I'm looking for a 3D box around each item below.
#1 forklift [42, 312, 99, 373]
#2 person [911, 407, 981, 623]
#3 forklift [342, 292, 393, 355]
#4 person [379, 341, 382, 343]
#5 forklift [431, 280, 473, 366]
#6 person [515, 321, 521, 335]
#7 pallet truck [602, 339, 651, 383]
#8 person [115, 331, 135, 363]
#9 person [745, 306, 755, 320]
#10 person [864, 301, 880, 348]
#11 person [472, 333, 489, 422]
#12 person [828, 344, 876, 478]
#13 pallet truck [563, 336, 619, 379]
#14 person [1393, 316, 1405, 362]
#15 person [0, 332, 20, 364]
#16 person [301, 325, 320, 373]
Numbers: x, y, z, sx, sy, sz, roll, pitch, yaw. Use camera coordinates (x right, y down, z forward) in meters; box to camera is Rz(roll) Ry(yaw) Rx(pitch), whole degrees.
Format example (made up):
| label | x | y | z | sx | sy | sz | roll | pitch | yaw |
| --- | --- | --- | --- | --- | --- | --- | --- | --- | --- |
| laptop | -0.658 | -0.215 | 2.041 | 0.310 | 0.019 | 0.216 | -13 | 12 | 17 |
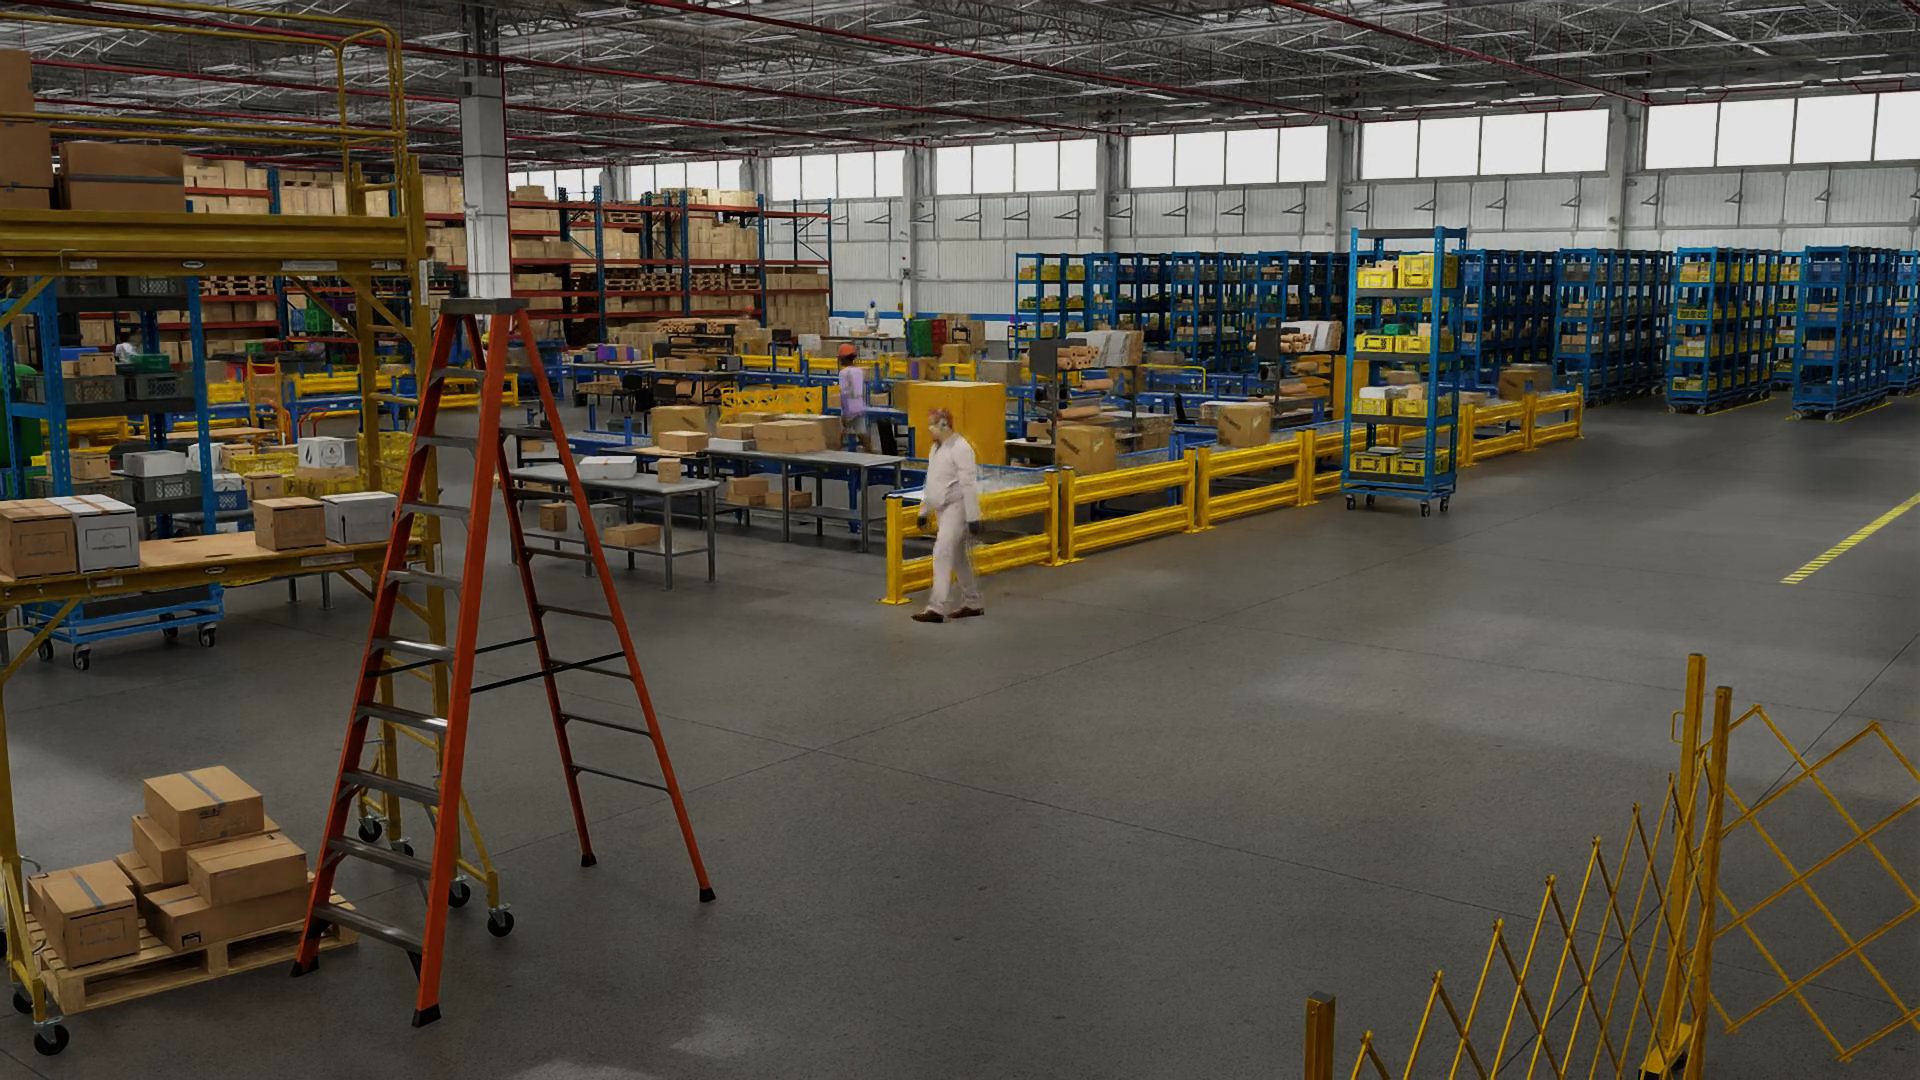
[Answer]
| label | x | y | z | sx | sy | sz | roll | pitch | yaw |
| --- | --- | --- | --- | --- | --- | --- | --- | --- | --- |
| forklift | -23.779 | -5.451 | 44.052 | 1.873 | 2.768 | 1.129 | 7 | 11 | 36 |
| person | -0.172 | -0.216 | 14.536 | 0.847 | 1.867 | 0.671 | -4 | 10 | -22 |
| forklift | -16.485 | -5.622 | 45.120 | 1.129 | 2.768 | 1.873 | 7 | 11 | 37 |
| person | -17.779 | -5.904 | 50.378 | 0.517 | 1.757 | 0.336 | -7 | 12 | -38 |
| forklift | -15.339 | -6.603 | 51.243 | 1.129 | 2.768 | 1.873 | 7 | 11 | 36 |
| person | -12.251 | -5.206 | 46.120 | 0.539 | 1.725 | 0.866 | -6 | 11 | -33 |
| pallet truck | -8.991 | -4.871 | 45.351 | 0.653 | 1.274 | 1.630 | 7 | 11 | 37 |
| person | -19.991 | -4.185 | 39.942 | 0.808 | 1.664 | 0.533 | 2 | 9 | 10 |
| person | -7.019 | -6.793 | 55.229 | 0.538 | 1.975 | 0.630 | 0 | 9 | 3 |
| person | -3.625 | -8.802 | 67.990 | 0.688 | 1.912 | 0.453 | 1 | 9 | 4 |
| person | -9.628 | -3.300 | 33.897 | 0.596 | 1.828 | 0.403 | -9 | 13 | -44 |
| person | -1.666 | -1.909 | 24.735 | 1.059 | 1.983 | 0.639 | 5 | 11 | 30 |
| pallet truck | -10.690 | -5.294 | 48.215 | 1.601 | 1.201 | 0.680 | -5 | 10 | -26 |
| person | 12.807 | -5.605 | 48.305 | 0.432 | 1.822 | 0.591 | 7 | 12 | 38 |
| person | -23.746 | -4.424 | 41.517 | 0.274 | 1.634 | 0.507 | 8 | 12 | 41 |
| person | -16.378 | -4.624 | 42.003 | 1.009 | 1.887 | 0.568 | -2 | 9 | -13 |
